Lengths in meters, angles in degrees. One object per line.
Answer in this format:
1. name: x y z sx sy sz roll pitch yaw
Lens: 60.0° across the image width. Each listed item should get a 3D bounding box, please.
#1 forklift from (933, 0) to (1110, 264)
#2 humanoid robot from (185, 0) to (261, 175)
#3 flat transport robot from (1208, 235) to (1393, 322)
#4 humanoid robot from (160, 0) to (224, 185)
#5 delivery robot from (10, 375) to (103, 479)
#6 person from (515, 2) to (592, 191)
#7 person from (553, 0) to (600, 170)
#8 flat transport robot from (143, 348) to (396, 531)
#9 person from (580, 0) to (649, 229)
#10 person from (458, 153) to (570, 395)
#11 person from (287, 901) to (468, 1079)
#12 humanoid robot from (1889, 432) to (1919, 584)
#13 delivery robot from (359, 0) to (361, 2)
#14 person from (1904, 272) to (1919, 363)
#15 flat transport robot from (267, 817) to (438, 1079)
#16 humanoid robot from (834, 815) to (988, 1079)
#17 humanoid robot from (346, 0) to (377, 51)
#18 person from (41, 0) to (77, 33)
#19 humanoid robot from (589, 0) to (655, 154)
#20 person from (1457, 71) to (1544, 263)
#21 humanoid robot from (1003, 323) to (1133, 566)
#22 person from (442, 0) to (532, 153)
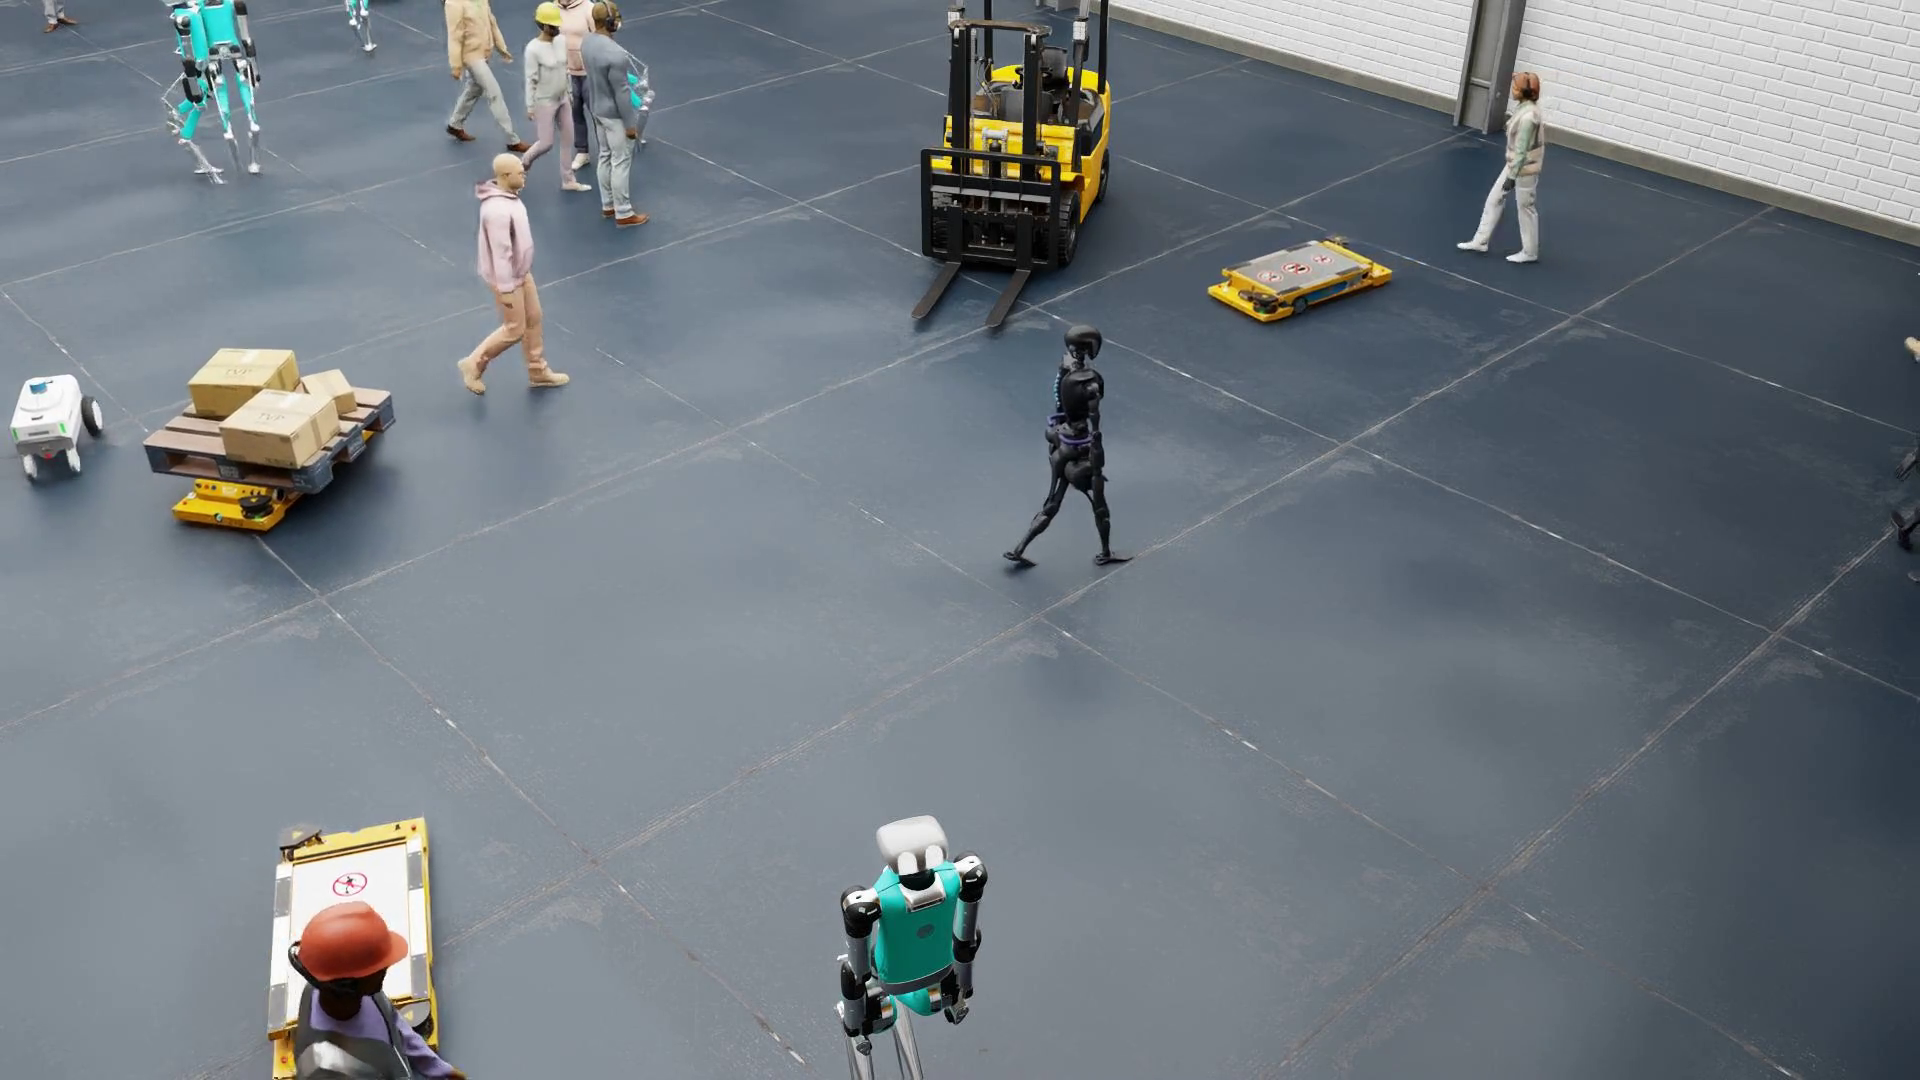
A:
1. forklift: 0.570 -3.725 14.138 1.214 2.155 2.313 9 34 13
2. humanoid robot: -6.674 -4.159 15.282 0.548 1.832 0.805 -13 35 -19
3. flat transport robot: 2.757 -2.112 13.420 1.431 0.231 0.659 -21 38 -29
4. humanoid robot: -7.097 -4.102 15.133 0.681 1.807 0.534 -5 33 -8
5. delivery robot: -6.099 -0.804 11.137 0.499 0.583 0.758 -10 34 -15
6. person: -3.735 -3.956 14.910 0.605 1.743 0.549 13 35 20
7. person: -3.522 -4.357 15.419 0.822 1.853 0.434 5 33 7
8. flat transport robot: -4.495 -0.537 10.999 0.659 0.231 1.431 7 34 11
9. person: -2.972 -3.640 14.246 0.360 1.933 0.628 -22 39 -30
10. person: -3.208 -1.844 11.643 0.650 1.756 0.558 -1 33 -2
11. person: -1.985 1.987 5.525 0.591 2.012 0.605 -8 34 -12
12. humanoid robot: 5.790 -0.530 9.733 0.608 1.625 0.754 -6 34 -10
13. delivery robot: -7.306 -6.997 20.662 0.499 0.592 0.796 -19 38 -26
14. person: 7.107 -1.854 11.762 0.522 1.639 0.872 -5 33 -7
15. flat transport robot: -2.712 1.772 7.450 0.659 0.231 1.431 -9 34 -14
16. humanoid robot: -0.262 1.586 6.267 0.533 1.677 0.735 -14 36 -20
17. humanoid robot: -6.690 -6.200 18.387 0.540 1.796 0.825 -1 33 -2
18. person: -10.670 -6.745 19.292 0.324 1.637 0.600 21 38 29
19. humanoid robot: -3.199 -4.550 15.866 0.749 1.829 0.551 -12 35 -17
20. person: 4.515 -3.039 13.610 0.743 1.596 0.523 6 33 9
21. humanoid robot: 0.659 -0.532 9.768 0.793 1.644 0.615 -11 35 -17
22. person: -4.641 -4.644 15.886 0.993 1.827 0.552 7 34 10
